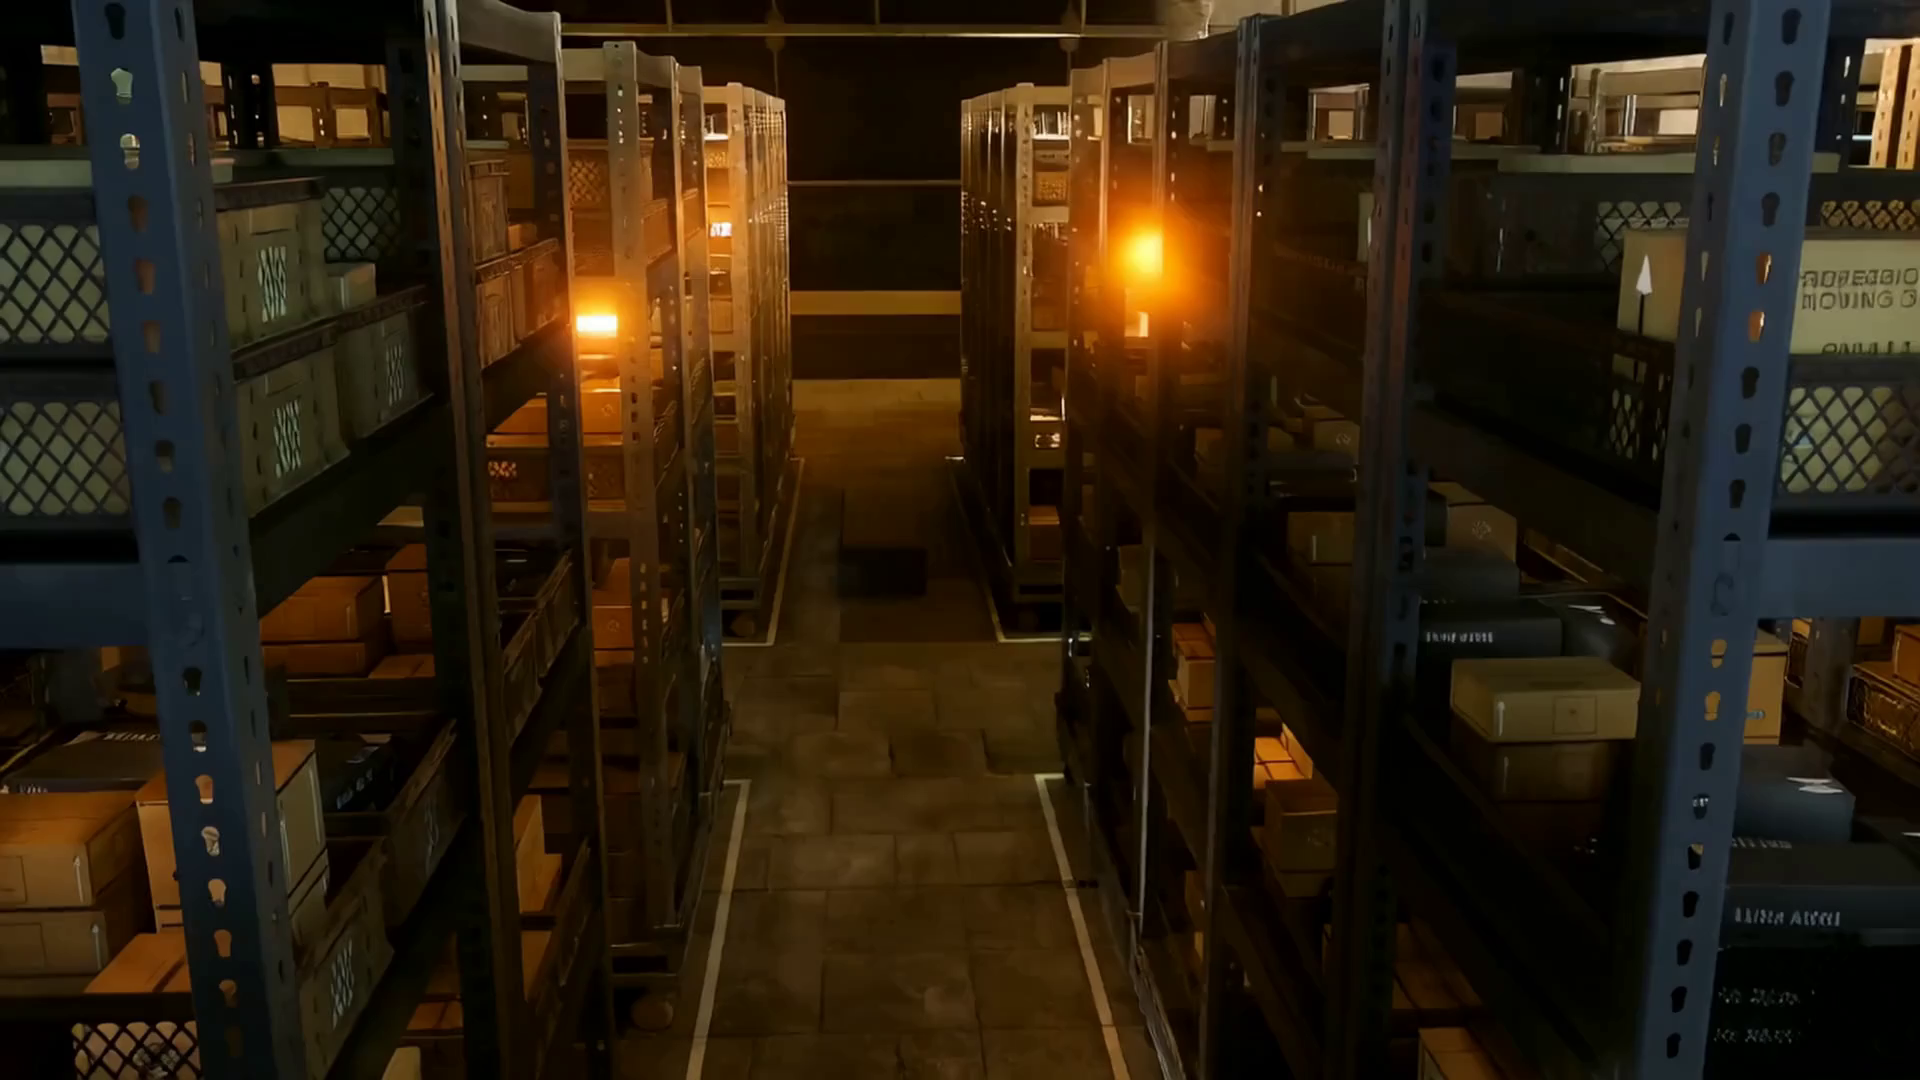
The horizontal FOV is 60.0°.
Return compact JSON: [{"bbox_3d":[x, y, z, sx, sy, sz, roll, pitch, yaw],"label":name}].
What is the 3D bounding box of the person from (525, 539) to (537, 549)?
[{"bbox_3d":[-2.638,-0.209,10.482,0.382,1.995,0.612,-1,14,-4],"label":"person"}]
